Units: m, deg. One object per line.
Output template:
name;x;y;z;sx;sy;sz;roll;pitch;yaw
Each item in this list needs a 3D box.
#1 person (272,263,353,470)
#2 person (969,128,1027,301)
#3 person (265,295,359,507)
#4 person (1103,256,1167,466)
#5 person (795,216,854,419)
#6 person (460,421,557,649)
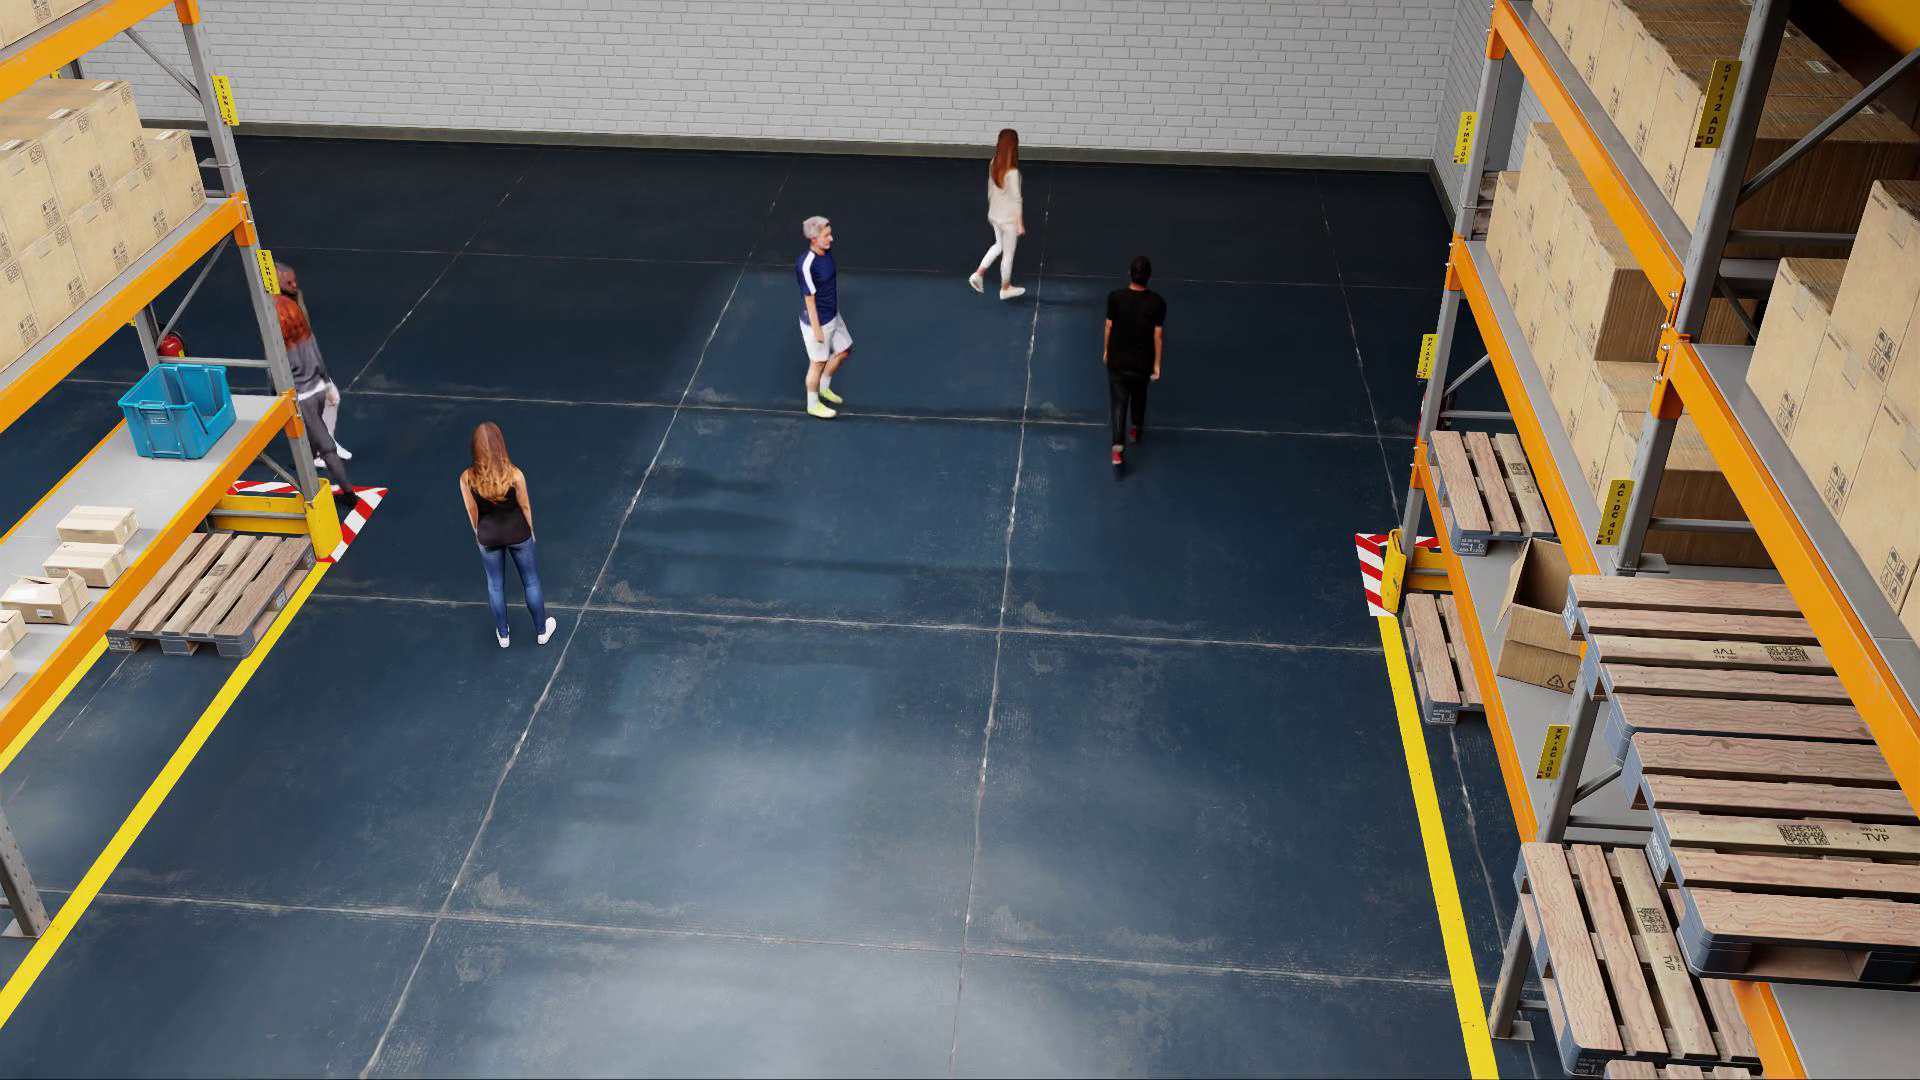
person;-5.280;-1.356;13.114;0.789;1.805;0.547;1;34;1
person;0.349;-3.036;15.738;0.894;1.699;0.873;-17;37;-24
person;-4.901;-1.007;12.642;0.876;1.747;1.030;15;36;21
person;1.350;-1.398;13.237;0.615;1.739;1.089;2;34;4
person;-1.241;-1.871;13.870;0.778;1.825;0.624;11;35;15
person;-3.062;-0.024;11.184;0.633;1.723;0.594;-4;34;-6
